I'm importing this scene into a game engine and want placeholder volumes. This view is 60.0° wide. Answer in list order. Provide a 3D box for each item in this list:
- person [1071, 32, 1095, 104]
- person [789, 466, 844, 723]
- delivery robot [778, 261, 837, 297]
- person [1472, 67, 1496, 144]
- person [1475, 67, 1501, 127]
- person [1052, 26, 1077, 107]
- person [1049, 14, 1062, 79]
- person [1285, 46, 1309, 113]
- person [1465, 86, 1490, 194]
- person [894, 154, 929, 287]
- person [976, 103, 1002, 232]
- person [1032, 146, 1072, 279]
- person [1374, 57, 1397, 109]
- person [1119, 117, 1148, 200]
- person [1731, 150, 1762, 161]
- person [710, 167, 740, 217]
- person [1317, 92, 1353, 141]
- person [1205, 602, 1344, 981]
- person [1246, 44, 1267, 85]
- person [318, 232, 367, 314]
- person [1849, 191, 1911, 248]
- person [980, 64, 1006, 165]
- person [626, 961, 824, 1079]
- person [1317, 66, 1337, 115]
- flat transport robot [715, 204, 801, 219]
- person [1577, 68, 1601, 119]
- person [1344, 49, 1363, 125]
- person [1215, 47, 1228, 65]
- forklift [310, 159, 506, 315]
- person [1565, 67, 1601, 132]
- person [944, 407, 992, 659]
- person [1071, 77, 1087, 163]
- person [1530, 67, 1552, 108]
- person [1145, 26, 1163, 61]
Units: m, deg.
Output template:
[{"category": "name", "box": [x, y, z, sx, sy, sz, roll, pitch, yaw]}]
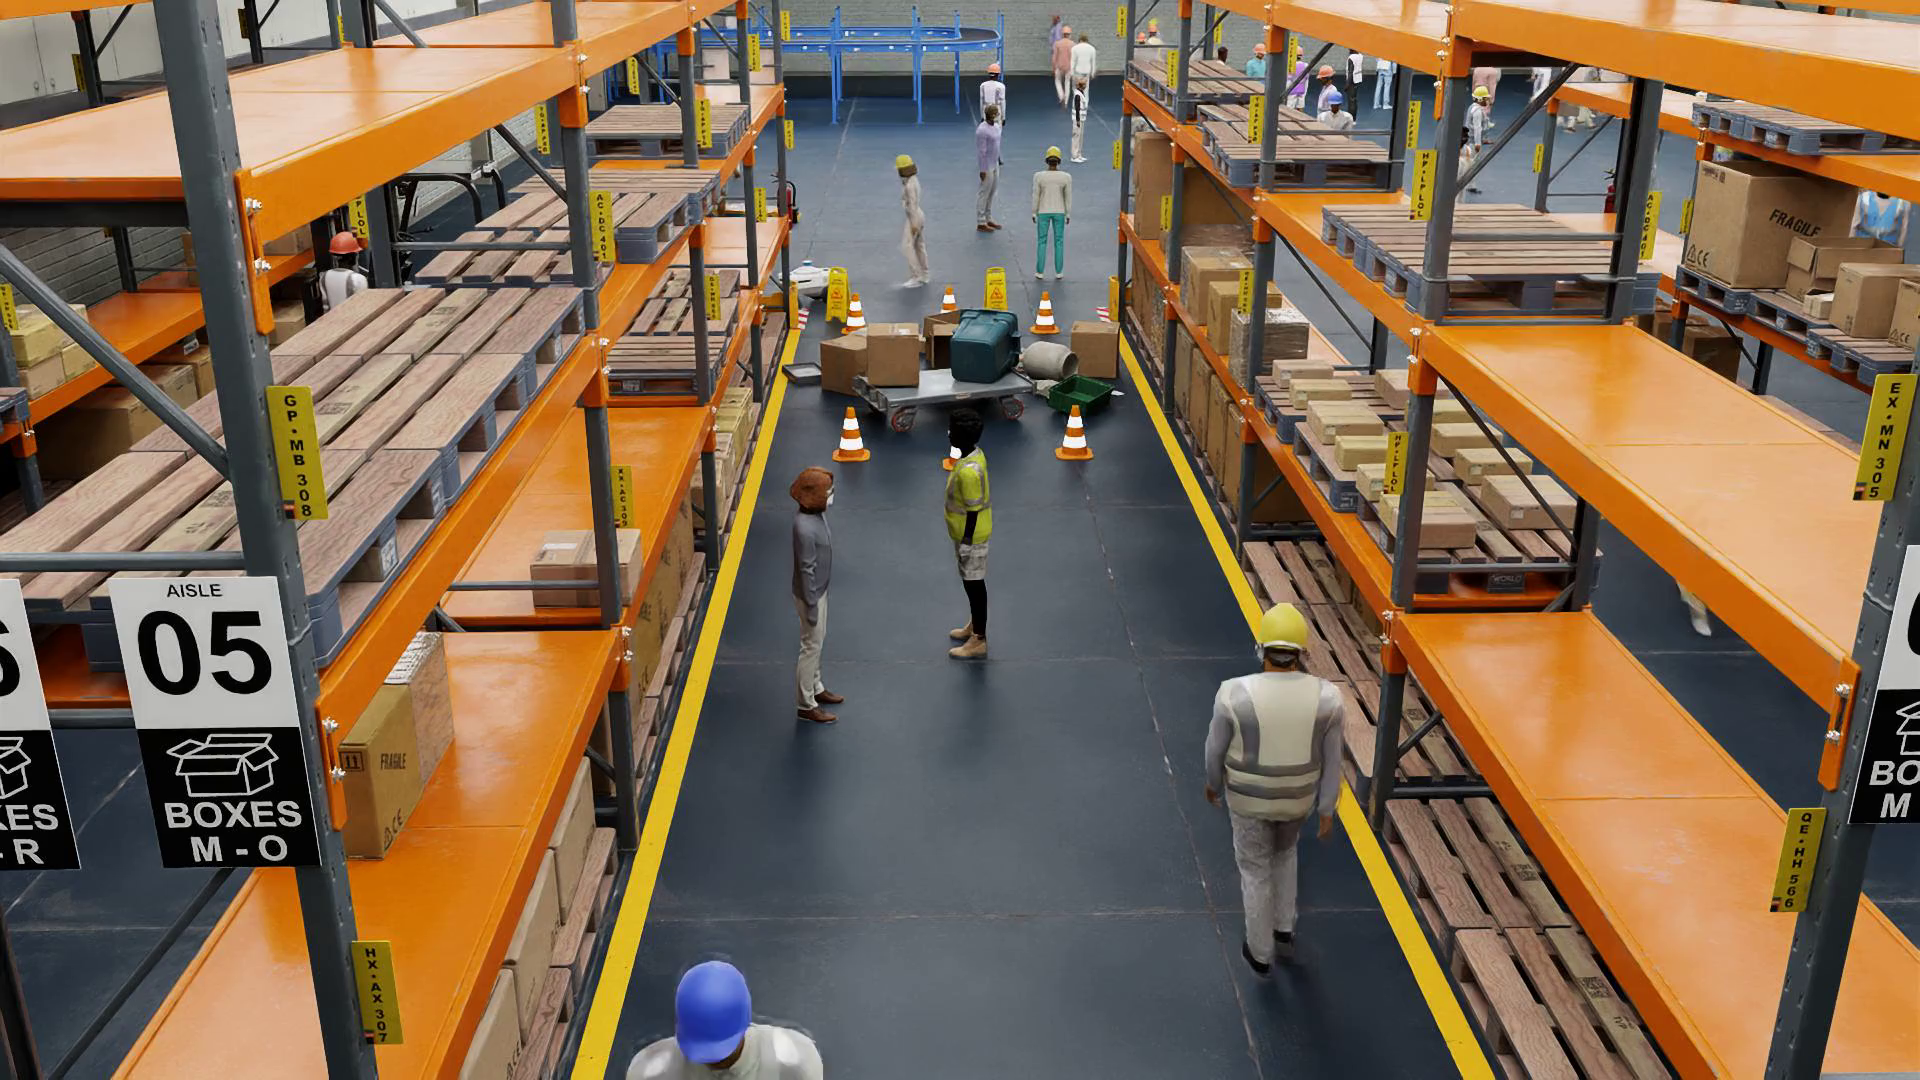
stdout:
[{"category": "person", "box": [2.987, -11.460, 40.808, 0.652, 1.915, 0.689, -6, 22, -15]}, {"category": "person", "box": [-0.880, 0.324, 10.079, 0.285, 1.624, 0.509, 0, 21, 1]}, {"category": "delivery robot", "box": [-1.919, -3.270, 20.934, 0.707, 0.478, 0.477, -11, 23, -27]}, {"category": "person", "box": [11.173, -9.404, 35.405, 0.402, 1.904, 0.638, -8, 22, -20]}, {"category": "person", "box": [12.154, -10.559, 38.262, 0.536, 2.000, 0.673, -5, 21, -13]}, {"category": "person", "box": [2.648, -11.946, 42.010, 0.659, 1.980, 0.434, -3, 21, -8]}, {"category": "person", "box": [2.810, -14.589, 49.163, 0.396, 1.871, 0.751, -1, 21, -4]}, {"category": "person", "box": [7.350, -9.802, 36.401, 0.543, 1.942, 0.350, -8, 22, -20]}, {"category": "person", "box": [9.057, -7.017, 29.190, 0.403, 1.833, 0.586, 1, 21, 4]}, {"category": "person", "box": [-0.643, -4.218, 21.956, 0.432, 1.719, 0.506, 2, 21, 5]}, {"category": "person", "box": [0.449, -5.760, 25.719, 0.353, 1.937, 0.635, 9, 23, 23]}, {"category": "person", "box": [1.231, -4.392, 22.357, 0.530, 1.760, 0.333, -1, 21, -2]}, {"category": "person", "box": [10.686, -11.802, 41.738, 0.399, 1.908, 0.606, -16, 26, -37]}, {"category": "person", "box": [2.969, -6.678, 28.437, 0.493, 1.732, 0.324, 7, 22, 18]}, {"category": "person", "box": [11.057, -4.946, 23.569, 0.524, 1.947, 0.673, -2, 21, -4]}, {"category": "person", "box": [-3.683, -5.682, 25.392, 0.479, 2.028, 0.617, -19, 28, -41]}, {"category": "person", "box": [6.142, -6.409, 27.449, 0.600, 1.939, 0.422, 6, 21, 14]}, {"category": "person", "box": [1.414, 1.141, 7.668, 0.588, 1.807, 0.556, -3, 21, -7]}, {"category": "person", "box": [6.491, -9.846, 36.448, 0.609, 1.992, 0.386, -19, 28, -41]}, {"category": "person", "box": [-5.647, -1.900, 15.516, 0.542, 1.939, 0.368, 10, 23, 24]}, {"category": "person", "box": [11.075, -3.570, 20.157, 0.641, 1.793, 0.939, 11, 23, 27]}, {"category": "person", "box": [0.655, -8.279, 32.394, 0.544, 1.930, 0.388, 11, 24, 28]}, {"category": "person", "box": [-0.700, 2.072, 5.110, 0.617, 1.879, 1.018, -5, 21, -14]}, {"category": "person", "box": [6.747, -7.738, 30.818, 0.392, 2.033, 0.605, -1, 21, -3]}, {"category": "flat transport robot", "box": [-3.329, -5.229, 26.636, 1.431, 0.197, 0.652, 5, 21, 14]}, {"category": "person", "box": [15.085, -11.105, 39.709, 0.607, 2.039, 0.380, -9, 22, -22]}, {"category": "person", "box": [9.085, -10.577, 38.482, 0.391, 1.920, 0.593, 13, 24, 30]}, {"category": "person", "box": [5.695, -9.919, 36.764, 0.402, 1.908, 0.599, -5, 21, -12]}, {"category": "forklift", "box": [-5.622, -2.910, 17.832, 2.313, 2.155, 1.214, -1, 21, -1]}, {"category": "person", "box": [14.067, -10.074, 37.297, 0.942, 1.810, 0.514, -6, 21, -14]}, {"category": "person", "box": [0.054, -0.046, 10.955, 0.317, 1.695, 0.540, 1, 21, 2]}, {"category": "person", "box": [2.356, -8.298, 32.861, 0.312, 1.633, 0.516, 5, 21, 13]}, {"category": "person", "box": [14.617, -11.720, 41.593, 0.805, 1.862, 0.591, -11, 23, -26]}, {"category": "person", "box": [5.078, -12.539, 43.728, 0.555, 1.874, 1.012, -9, 23, -23]}]
